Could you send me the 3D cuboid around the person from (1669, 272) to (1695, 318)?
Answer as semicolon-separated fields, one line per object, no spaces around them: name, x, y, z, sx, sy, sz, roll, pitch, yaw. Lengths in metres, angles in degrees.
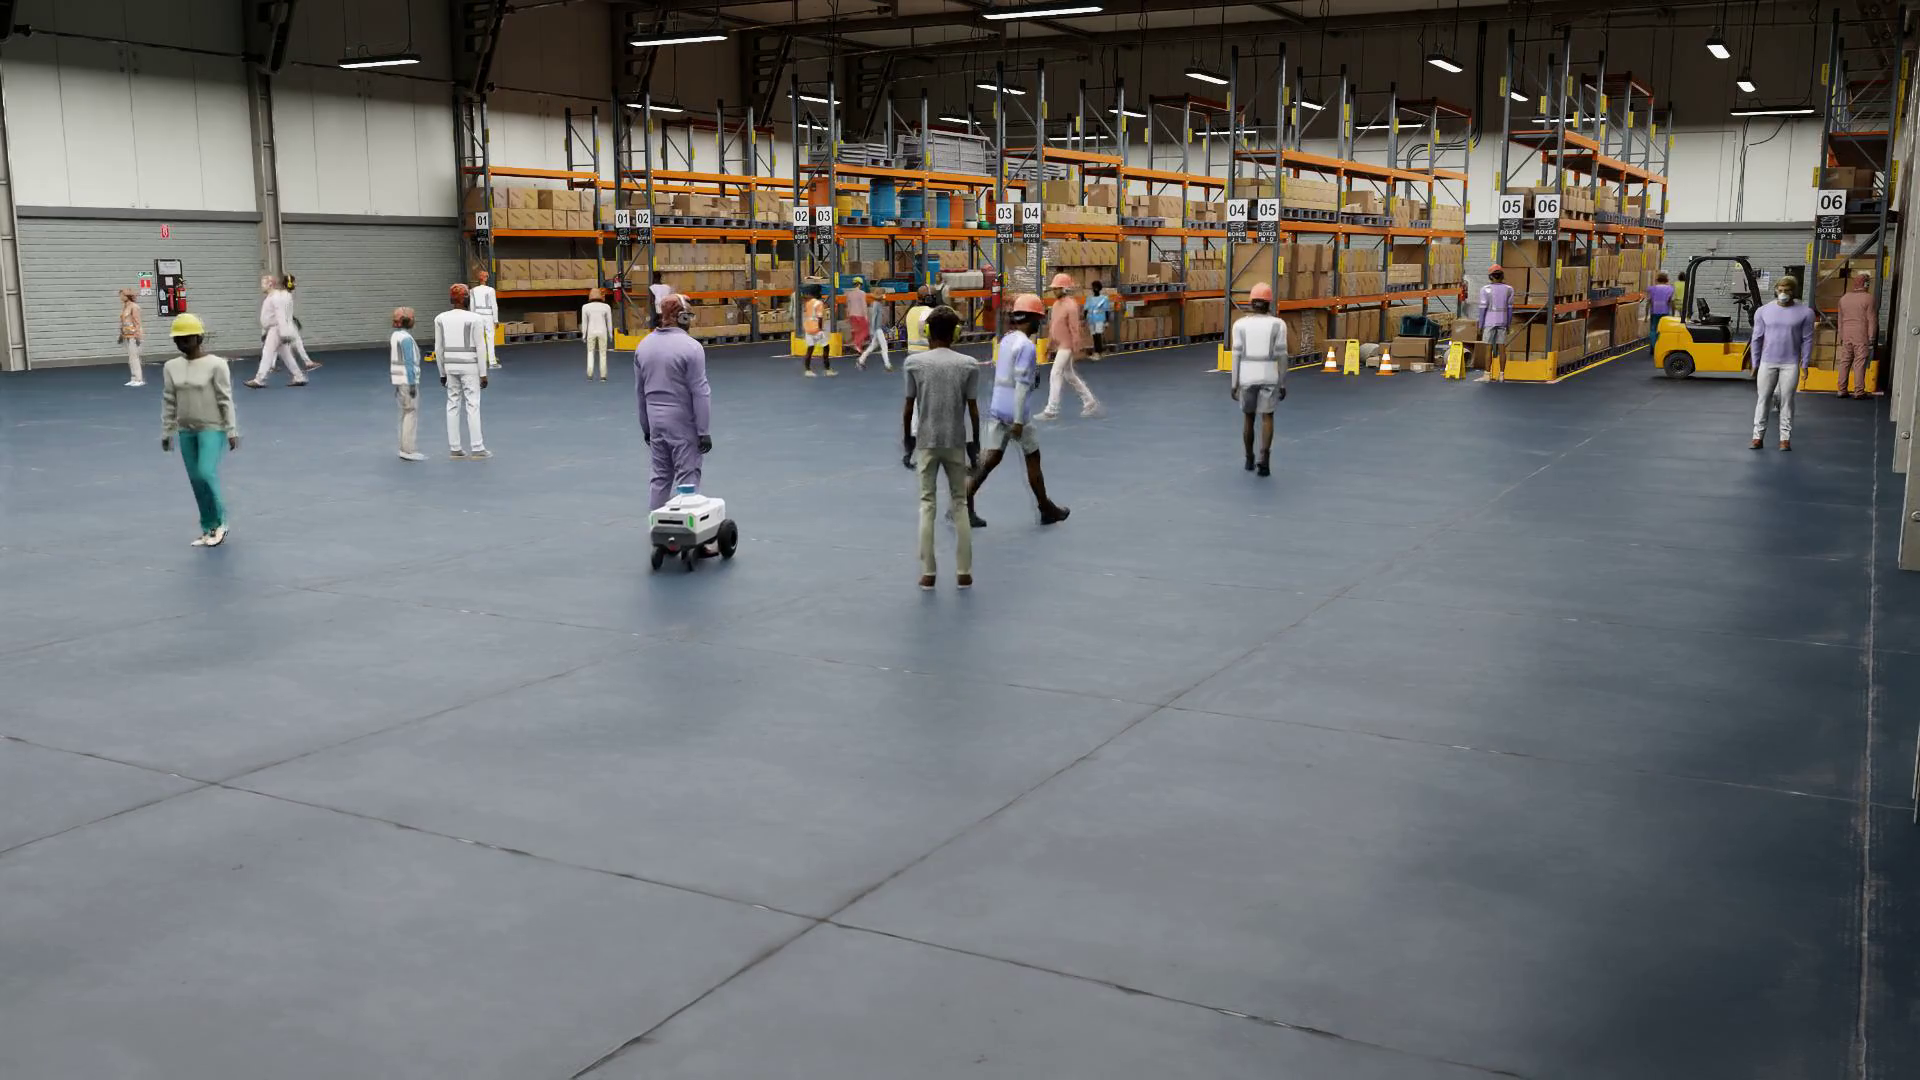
person;17.687;-5.685;40.837;0.635;1.807;0.942;5;11;25

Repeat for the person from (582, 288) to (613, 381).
person;-6.305;-3.566;28.916;0.507;1.633;0.304;-1;10;-6

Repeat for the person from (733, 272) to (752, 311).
person;-5.819;-6.370;44.903;0.597;1.789;0.921;3;10;17

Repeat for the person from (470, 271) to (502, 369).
person;-9.185;-4.250;32.192;0.586;1.887;0.356;3;10;19

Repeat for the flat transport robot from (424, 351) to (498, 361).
flat transport robot;-10.227;-3.769;34.079;1.431;0.197;0.652;5;11;28

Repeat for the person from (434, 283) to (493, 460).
person;-5.324;-1.795;17.812;0.575;1.882;0.361;3;10;15

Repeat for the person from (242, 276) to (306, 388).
person;-11.381;-3.442;27.553;1.017;1.852;0.670;-6;11;-30

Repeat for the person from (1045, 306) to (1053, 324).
person;2.394;-5.828;41.571;0.600;1.829;0.404;7;12;35

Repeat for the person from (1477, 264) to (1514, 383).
person;9.191;-3.716;28.618;0.605;2.034;0.389;-1;10;-7

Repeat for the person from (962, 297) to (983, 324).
person;0.269;-7.888;53.316;1.094;1.971;0.613;5;11;28

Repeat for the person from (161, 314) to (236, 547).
person;-5.696;-0.803;12.391;0.545;1.749;0.465;2;10;11

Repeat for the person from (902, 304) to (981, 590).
person;-0.120;-0.600;10.873;0.517;1.869;0.372;0;10;-1

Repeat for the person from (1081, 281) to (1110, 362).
person;2.745;-4.461;34.077;0.541;1.659;0.858;7;12;37

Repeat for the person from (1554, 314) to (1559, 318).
person;15.956;-6.424;44.705;0.486;1.949;0.648;5;11;26

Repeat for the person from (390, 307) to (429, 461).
person;-5.920;-1.668;17.785;0.309;1.639;0.515;-6;12;-33

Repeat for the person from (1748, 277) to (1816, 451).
person;9.210;-1.968;18.661;0.628;1.939;0.375;6;11;31

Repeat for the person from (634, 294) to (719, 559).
person;-2.031;-0.817;12.020;0.652;1.904;0.402;7;12;34

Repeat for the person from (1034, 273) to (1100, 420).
person;1.461;-2.589;22.264;0.965;1.959;0.616;-3;10;-16

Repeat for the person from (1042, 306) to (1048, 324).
person;2.050;-6.080;42.908;0.639;1.894;1.036;4;11;24

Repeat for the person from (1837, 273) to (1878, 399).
person;13.693;-3.095;25.340;0.407;1.913;0.641;-4;10;-22

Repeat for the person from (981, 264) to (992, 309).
person;0.787;-6.713;46.439;0.543;1.939;0.360;8;12;38

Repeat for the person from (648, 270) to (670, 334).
person;-6.610;-5.012;36.709;1.017;1.872;0.599;8;13;40

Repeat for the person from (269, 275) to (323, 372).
person;-12.671;-4.087;31.445;1.003;1.814;0.518;-7;12;-37

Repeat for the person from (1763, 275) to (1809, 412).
person;11.418;-2.707;23.061;0.586;1.912;0.606;-8;13;-41

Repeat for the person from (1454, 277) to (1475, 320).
person;13.959;-6.634;46.209;1.100;1.868;0.638;0;10;2

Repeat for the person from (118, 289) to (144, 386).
person;-13.929;-3.389;27.878;0.545;1.628;0.388;9;13;42

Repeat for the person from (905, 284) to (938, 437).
person;-0.396;-2.080;19.601;0.430;1.844;0.624;-6;11;-30

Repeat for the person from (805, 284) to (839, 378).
person;-2.488;-3.736;29.759;0.733;1.666;0.557;-7;12;-35

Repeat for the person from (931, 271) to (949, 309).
person;-0.531;-5.319;38.609;0.517;1.830;0.426;6;11;30

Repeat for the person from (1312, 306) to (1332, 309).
person;8.736;-5.587;40.178;0.650;1.834;0.367;-4;11;-24

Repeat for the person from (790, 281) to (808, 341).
person;-3.674;-5.128;38.128;0.524;1.610;0.760;5;11;26

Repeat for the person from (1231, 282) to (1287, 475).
person;2.992;-1.608;16.688;0.558;1.957;0.607;3;10;16

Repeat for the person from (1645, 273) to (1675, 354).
person;15.324;-4.928;36.387;0.593;1.801;0.934;5;11;27

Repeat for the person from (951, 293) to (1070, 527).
person;0.403;-1.027;13.353;1.014;1.881;0.593;-4;11;-24

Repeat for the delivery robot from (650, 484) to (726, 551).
delivery robot;-1.927;-0.152;11.800;0.477;0.478;0.707;2;10;11

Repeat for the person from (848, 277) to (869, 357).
person;-2.171;-4.801;35.838;0.589;1.728;0.413;8;12;38

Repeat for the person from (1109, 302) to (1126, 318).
person;4.064;-6.049;43.163;0.498;1.722;0.405;4;10;21

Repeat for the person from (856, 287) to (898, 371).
person;-1.603;-3.992;31.521;0.830;1.600;0.506;2;10;12
